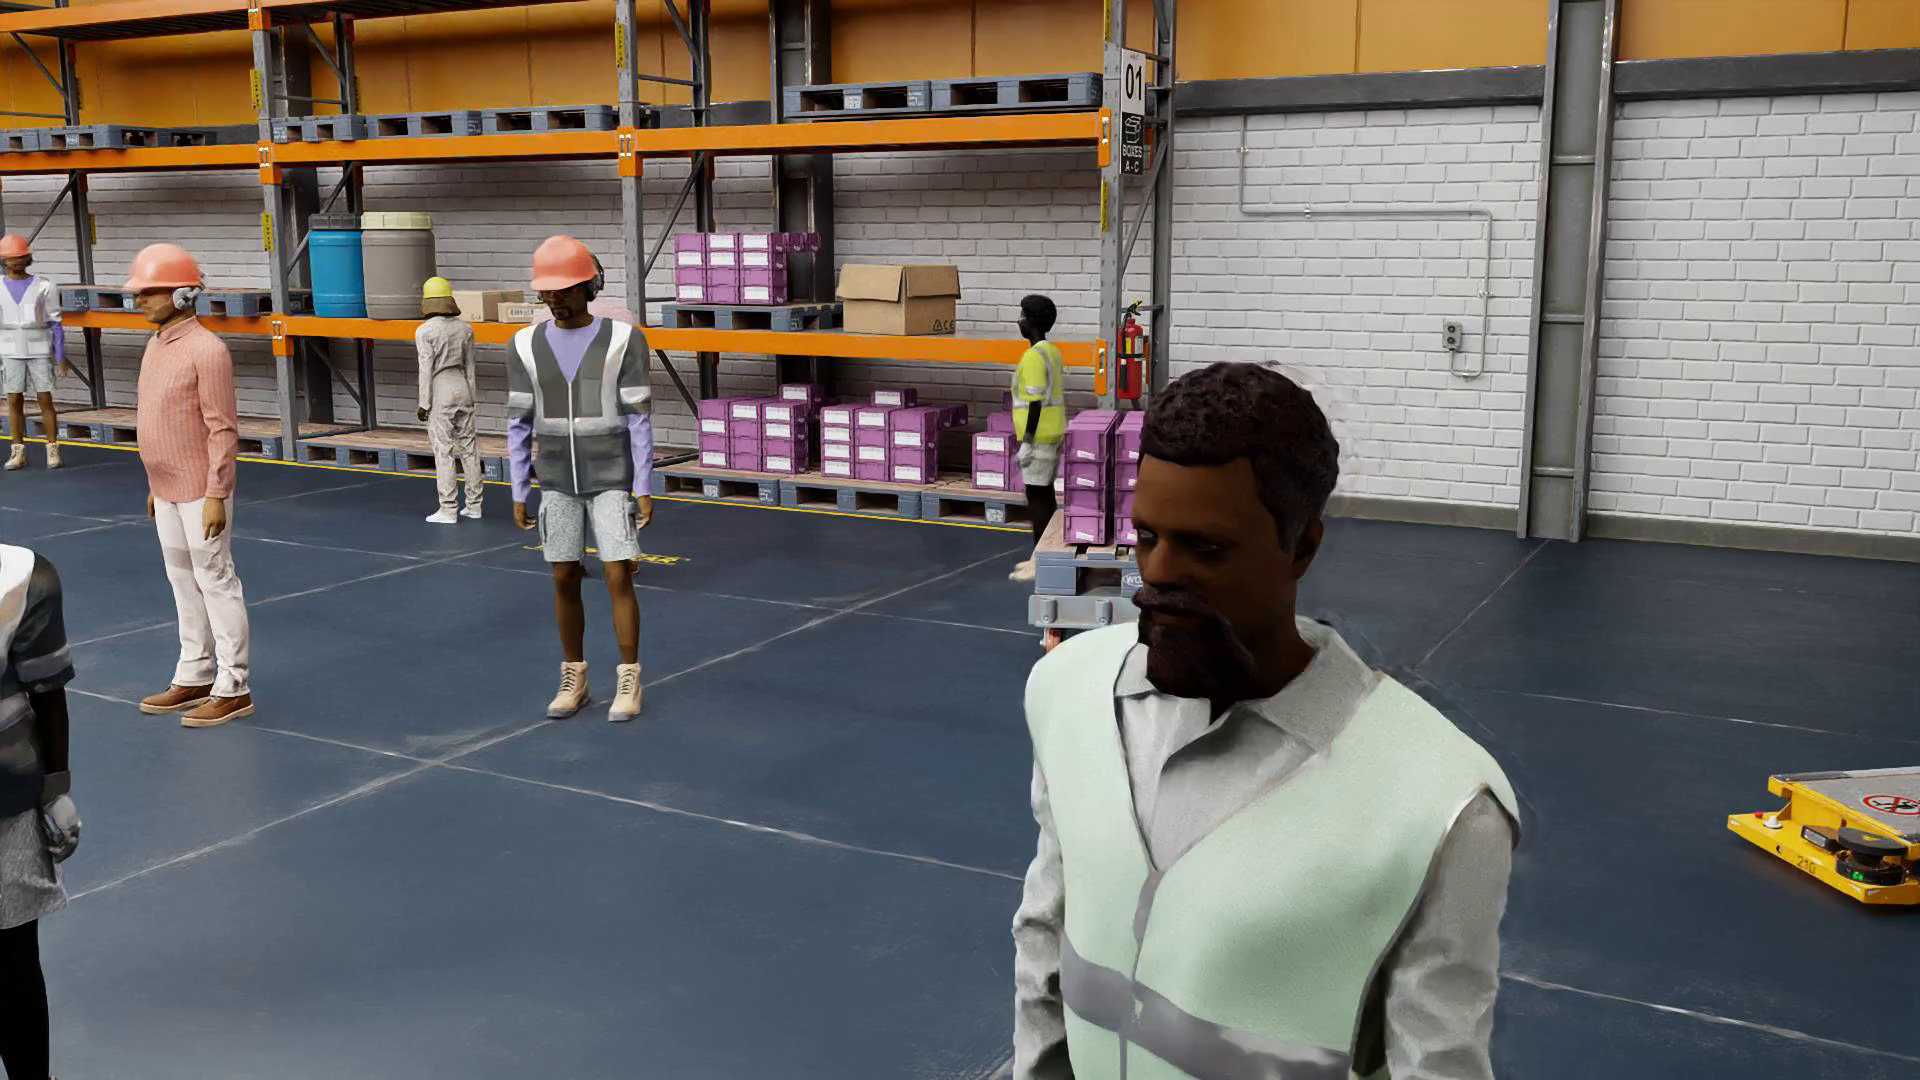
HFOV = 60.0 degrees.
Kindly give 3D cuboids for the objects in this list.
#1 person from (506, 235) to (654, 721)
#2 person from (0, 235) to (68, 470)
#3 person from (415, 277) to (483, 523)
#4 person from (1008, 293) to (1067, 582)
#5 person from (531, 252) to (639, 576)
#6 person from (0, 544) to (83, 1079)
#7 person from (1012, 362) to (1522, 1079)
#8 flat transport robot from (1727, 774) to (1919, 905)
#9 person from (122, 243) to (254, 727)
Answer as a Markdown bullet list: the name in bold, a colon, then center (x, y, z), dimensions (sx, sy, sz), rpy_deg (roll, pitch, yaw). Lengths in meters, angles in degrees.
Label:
- **person**: center (-1.588, -0.243, 6.951), dimensions (0.619, 2.028, 0.410), rpy_deg (1, 10, 4)
- **person**: center (-8.121, -1.618, 14.471), dimensions (0.642, 2.033, 0.428), rpy_deg (-3, 11, -17)
- **person**: center (-3.658, -0.993, 11.837), dimensions (0.323, 1.741, 0.490), rpy_deg (7, 12, 33)
- **person**: center (0.464, -0.603, 9.833), dimensions (0.321, 1.698, 0.537), rpy_deg (3, 11, 14)
- **person**: center (-2.180, -0.718, 9.789), dimensions (0.630, 1.940, 0.373), rpy_deg (0, 10, -1)
- **person**: center (-2.103, 0.562, 3.435), dimensions (0.536, 1.697, 0.322), rpy_deg (-6, 12, -30)
- **person**: center (0.320, 0.745, 1.865), dimensions (0.501, 1.902, 0.620), rpy_deg (-9, 14, -41)
- **flat transport robot**: center (3.331, 0.921, 5.375), dimensions (1.431, 0.197, 0.652), rpy_deg (-2, 10, -10)
- **person**: center (-3.222, -0.225, 6.932), dimensions (0.608, 1.996, 0.376), rpy_deg (8, 13, 38)
